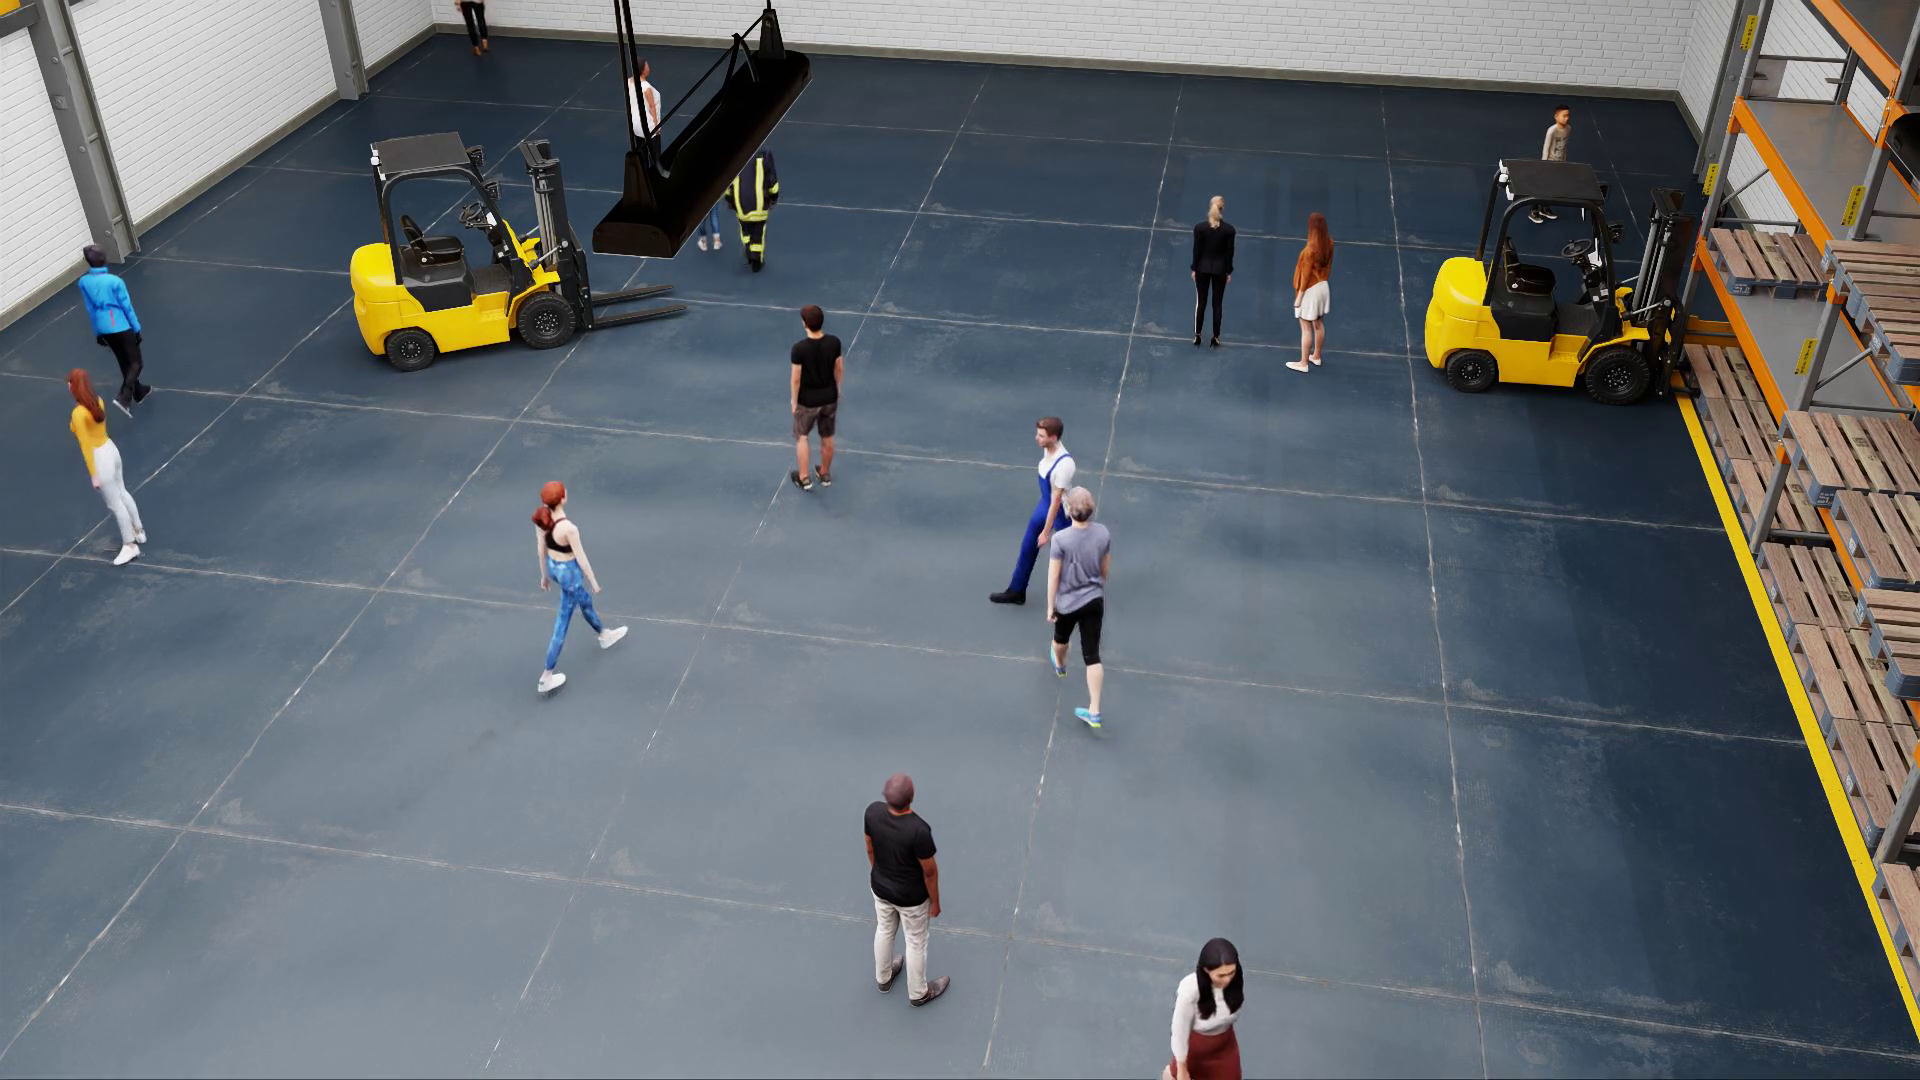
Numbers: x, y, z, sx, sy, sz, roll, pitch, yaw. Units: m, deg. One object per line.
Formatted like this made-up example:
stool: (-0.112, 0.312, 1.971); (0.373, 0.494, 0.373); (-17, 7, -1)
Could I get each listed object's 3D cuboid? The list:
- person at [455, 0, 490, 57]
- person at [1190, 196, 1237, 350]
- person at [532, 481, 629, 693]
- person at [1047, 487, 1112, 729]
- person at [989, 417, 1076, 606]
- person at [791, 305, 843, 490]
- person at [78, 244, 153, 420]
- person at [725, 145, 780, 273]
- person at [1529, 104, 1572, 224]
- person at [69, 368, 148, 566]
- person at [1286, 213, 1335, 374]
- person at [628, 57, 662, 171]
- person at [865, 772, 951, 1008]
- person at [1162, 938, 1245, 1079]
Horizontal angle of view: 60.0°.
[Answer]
person: (-7.681, -8.466, 26.168); (0.733, 1.712, 0.767); (-15, 36, -21)
person: (2.677, -2.837, 17.708); (0.604, 1.704, 0.504); (6, 34, 9)
person: (-3.087, 0.388, 12.830); (0.941, 1.733, 1.276); (21, 39, 28)
person: (0.921, 0.557, 12.493); (0.987, 1.823, 1.355); (-9, 35, -13)
person: (0.900, -0.209, 13.659); (1.045, 1.810, 1.151); (-12, 35, -17)
person: (-1.285, -1.284, 15.232); (0.821, 1.858, 0.853); (-15, 36, -21)
person: (-8.380, -2.039, 16.441); (0.699, 1.777, 1.068); (1, 34, 2)
person: (-2.454, -3.988, 19.355); (0.840, 1.797, 0.852); (0, 34, 1)
person: (7.387, -4.712, 20.746); (0.631, 1.464, 0.679); (-19, 38, -26)
person: (-7.385, -0.636, 14.355); (0.859, 1.749, 0.530); (-9, 35, -13)
person: (3.679, -2.571, 17.303); (0.702, 1.709, 0.784); (-26, 42, -34)
person: (-4.079, -5.446, 21.648); (0.759, 1.688, 0.783); (27, 42, 34)
person: (-0.360, 2.128, 10.148); (0.738, 1.804, 0.732); (19, 38, 26)
person: (1.304, 2.789, 9.251); (1.022, 1.696, 1.200); (-14, 36, -20)
